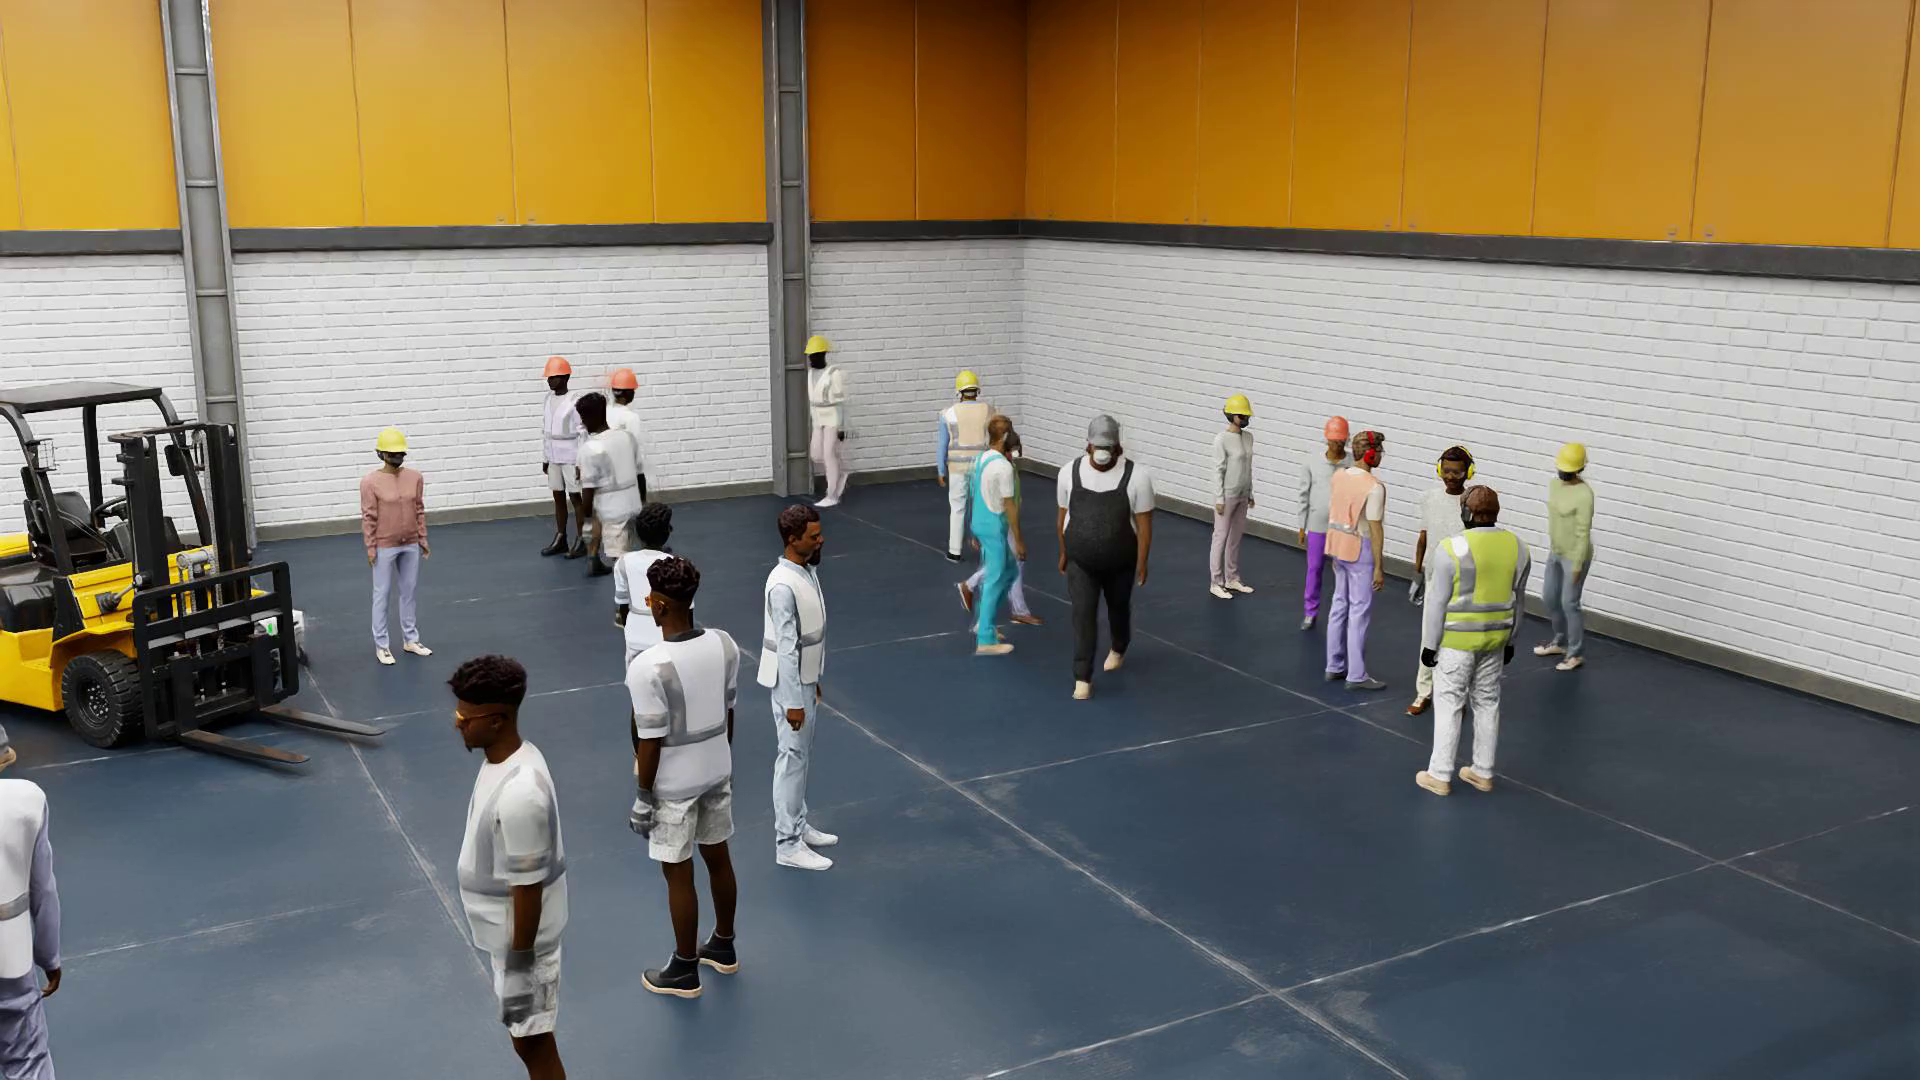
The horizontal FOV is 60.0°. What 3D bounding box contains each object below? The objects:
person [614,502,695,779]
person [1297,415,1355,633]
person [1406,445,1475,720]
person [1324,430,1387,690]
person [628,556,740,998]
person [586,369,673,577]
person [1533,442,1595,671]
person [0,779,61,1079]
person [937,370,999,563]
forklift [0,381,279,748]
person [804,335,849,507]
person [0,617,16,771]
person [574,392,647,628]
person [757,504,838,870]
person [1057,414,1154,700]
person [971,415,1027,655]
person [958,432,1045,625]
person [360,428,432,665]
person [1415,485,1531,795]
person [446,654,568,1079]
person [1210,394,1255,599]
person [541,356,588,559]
[{"bbox_3d":[-1.793,0.614,9.895,0.535,1.697,0.318,5,13,23],"label":"person"},{"bbox_3d":[2.963,-0.133,13.266,0.561,1.750,0.331,4,13,17],"label":"person"},{"bbox_3d":[3.244,0.289,11.047,0.515,1.860,0.326,9,15,37],"label":"person"},{"bbox_3d":[2.810,0.148,11.776,0.419,1.843,0.584,-5,13,-20],"label":"person"},{"bbox_3d":[-1.210,1.032,7.296,0.374,1.966,0.607,8,15,34],"label":"person"},{"bbox_3d":[-3.096,-0.629,15.285,0.553,1.882,0.988,7,14,30],"label":"person"},{"bbox_3d":[4.436,0.115,12.164,0.446,1.723,0.571,-3,12,-12],"label":"person"},{"bbox_3d":[-3.263,1.449,5.485,0.388,1.912,0.590,12,17,43],"label":"person"},{"bbox_3d":[0.081,-0.688,15.721,0.610,1.823,0.407,-1,12,-6],"label":"person"},{"bbox_3d":[-5.853,0.085,11.199,2.313,2.155,1.214,7,14,28],"label":"forklift"},{"bbox_3d":[-1.452,-1.324,18.475,0.599,1.911,0.606,-11,16,-41],"label":"person"},{"bbox_3d":[-6.118,0.420,9.991,0.672,2.000,0.536,-4,13,-20],"label":"person"},{"bbox_3d":[-2.766,-0.217,13.264,0.524,1.923,0.616,5,13,24],"label":"person"},{"bbox_3d":[-0.856,0.754,8.718,0.392,1.920,0.592,0,12,2],"label":"person"},{"bbox_3d":[1.029,0.028,11.829,0.692,2.000,1.045,2,12,11],"label":"person"},{"bbox_3d":[0.293,-0.030,12.602,0.438,1.823,0.575,-3,12,-15],"label":"person"},{"bbox_3d":[0.326,-0.120,13.560,0.734,1.605,0.509,3,13,16],"label":"person"},{"bbox_3d":[-4.204,0.036,12.441,0.330,1.768,0.526,10,15,38],"label":"person"},{"bbox_3d":[2.989,0.587,9.721,0.636,1.830,0.429,-4,13,-18],"label":"person"},{"bbox_3d":[-1.559,1.349,5.828,0.361,1.963,0.638,-5,13,-21],"label":"person"},{"bbox_3d":[2.377,-0.383,14.406,0.311,1.769,0.522,11,16,43],"label":"person"},{"bbox_3d":[-3.793,-0.785,15.882,0.542,1.939,0.362,8,14,32],"label":"person"}]
